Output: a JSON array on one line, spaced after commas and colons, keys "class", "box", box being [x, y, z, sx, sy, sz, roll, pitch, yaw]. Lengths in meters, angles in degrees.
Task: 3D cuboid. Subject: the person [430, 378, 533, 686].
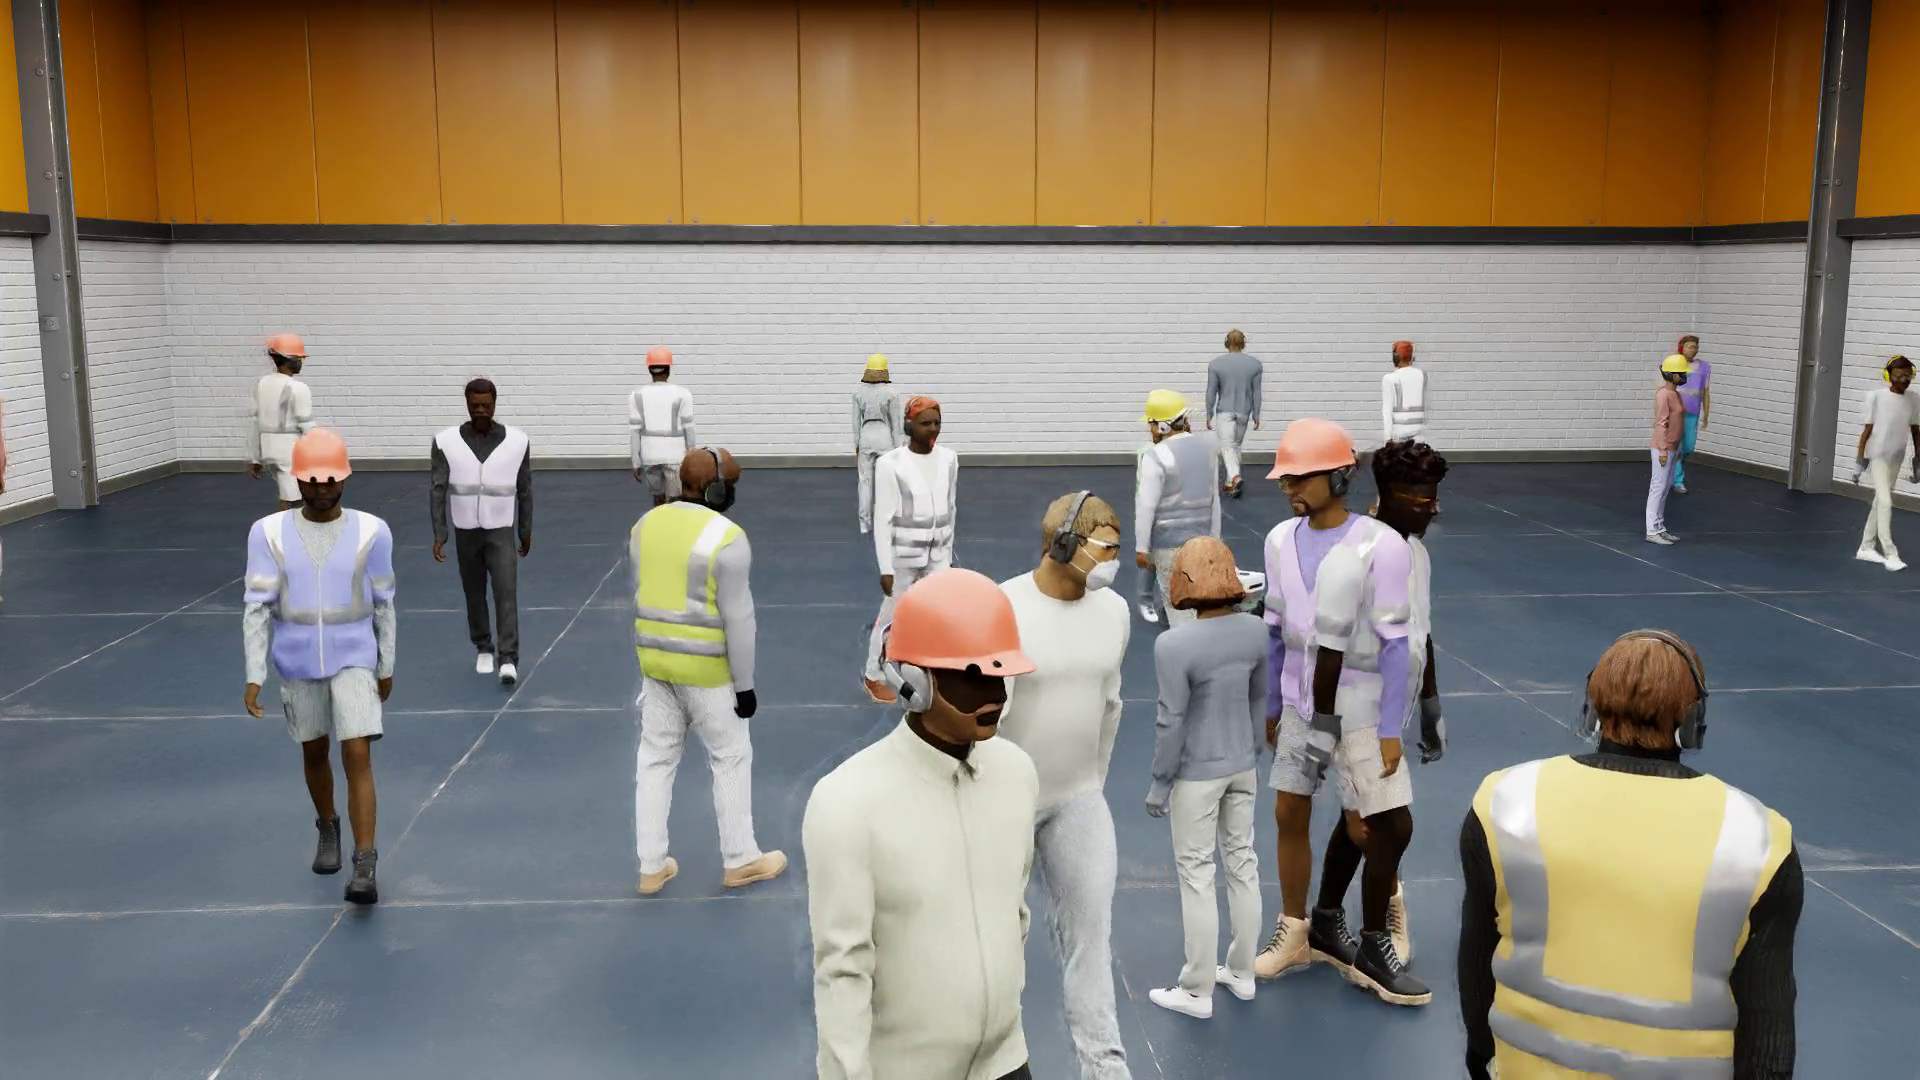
[{"class": "person", "box": [-2.907, -0.042, 10.148, 0.599, 1.869, 1.016, -2, 9, -15]}]

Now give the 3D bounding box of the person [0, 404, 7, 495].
[{"class": "person", "box": [-7.575, -0.492, 12.663, 0.425, 1.980, 0.625, 7, 11, 38]}]

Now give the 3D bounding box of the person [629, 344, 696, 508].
[{"class": "person", "box": [-2.557, -0.713, 14.242, 0.553, 1.919, 0.808, 1, 9, 5]}]

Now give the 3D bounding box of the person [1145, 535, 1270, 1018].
[{"class": "person", "box": [0.836, 0.797, 5.633, 0.501, 1.631, 0.287, -6, 11, -35]}]

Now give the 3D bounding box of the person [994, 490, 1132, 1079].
[{"class": "person", "box": [0.273, 0.789, 4.935, 0.655, 1.866, 1.054, -5, 10, -28]}]

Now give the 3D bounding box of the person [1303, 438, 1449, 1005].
[{"class": "person", "box": [1.523, 0.616, 5.798, 0.719, 1.937, 0.625, 7, 12, 39]}]

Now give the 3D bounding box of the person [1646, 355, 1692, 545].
[{"class": "person", "box": [6.606, -0.841, 15.499, 0.315, 1.768, 0.526, 6, 11, 35]}]

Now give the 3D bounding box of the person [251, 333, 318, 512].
[{"class": "person", "box": [-5.483, -0.687, 13.717, 0.652, 2.018, 0.691, 6, 11, 32]}]

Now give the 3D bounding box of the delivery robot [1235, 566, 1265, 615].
[{"class": "delivery robot", "box": [1.781, 0.314, 11.746, 0.707, 0.478, 0.477, 8, 12, 39]}]

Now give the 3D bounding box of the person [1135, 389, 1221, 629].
[{"class": "person", "box": [1.323, -0.023, 10.223, 0.617, 1.809, 0.422, -7, 11, -37]}]

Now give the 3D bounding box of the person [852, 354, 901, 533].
[{"class": "person", "box": [-0.801, -0.931, 16.135, 0.488, 1.744, 0.295, 2, 9, 15]}]

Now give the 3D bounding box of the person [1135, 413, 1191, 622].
[{"class": "person", "box": [1.471, -0.152, 11.723, 0.515, 1.589, 0.878, -2, 9, -14]}]

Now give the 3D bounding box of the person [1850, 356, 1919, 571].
[{"class": "person", "box": [7.947, -0.653, 14.165, 0.628, 1.812, 0.888, -1, 9, -7]}]

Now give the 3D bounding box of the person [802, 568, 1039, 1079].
[{"class": "person", "box": [-0.102, 1.006, 3.317, 0.612, 1.959, 0.964, -8, 12, -41]}]

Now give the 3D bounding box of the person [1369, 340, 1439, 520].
[{"class": "person", "box": [4.568, -1.109, 16.953, 0.578, 1.850, 0.929, -3, 10, -18]}]

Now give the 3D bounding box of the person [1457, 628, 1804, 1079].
[{"class": "person", "box": [1.333, 1.064, 3.388, 0.630, 1.821, 0.700, 4, 10, 25]}]

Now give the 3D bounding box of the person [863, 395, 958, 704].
[{"class": "person", "box": [-0.257, 0.091, 9.459, 0.600, 1.835, 1.000, -7, 11, -36]}]

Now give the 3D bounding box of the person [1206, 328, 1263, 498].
[{"class": "person", "box": [3.096, -1.425, 18.732, 0.637, 1.914, 0.891, -1, 9, -8]}]

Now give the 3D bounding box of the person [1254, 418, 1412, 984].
[{"class": "person", "box": [1.327, 0.569, 5.865, 0.672, 2.021, 0.652, -7, 12, -39]}]

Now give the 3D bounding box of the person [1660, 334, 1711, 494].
[{"class": "person", "box": [8.357, -1.474, 19.279, 0.562, 1.830, 0.746, 0, 9, 2]}]

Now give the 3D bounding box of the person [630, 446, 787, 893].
[{"class": "person", "box": [-1.056, 0.529, 6.771, 0.633, 1.815, 0.586, 6, 11, 34]}]

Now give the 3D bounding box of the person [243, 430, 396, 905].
[{"class": "person", "box": [-2.549, 0.507, 6.663, 0.568, 1.883, 0.993, -3, 9, -16]}]
